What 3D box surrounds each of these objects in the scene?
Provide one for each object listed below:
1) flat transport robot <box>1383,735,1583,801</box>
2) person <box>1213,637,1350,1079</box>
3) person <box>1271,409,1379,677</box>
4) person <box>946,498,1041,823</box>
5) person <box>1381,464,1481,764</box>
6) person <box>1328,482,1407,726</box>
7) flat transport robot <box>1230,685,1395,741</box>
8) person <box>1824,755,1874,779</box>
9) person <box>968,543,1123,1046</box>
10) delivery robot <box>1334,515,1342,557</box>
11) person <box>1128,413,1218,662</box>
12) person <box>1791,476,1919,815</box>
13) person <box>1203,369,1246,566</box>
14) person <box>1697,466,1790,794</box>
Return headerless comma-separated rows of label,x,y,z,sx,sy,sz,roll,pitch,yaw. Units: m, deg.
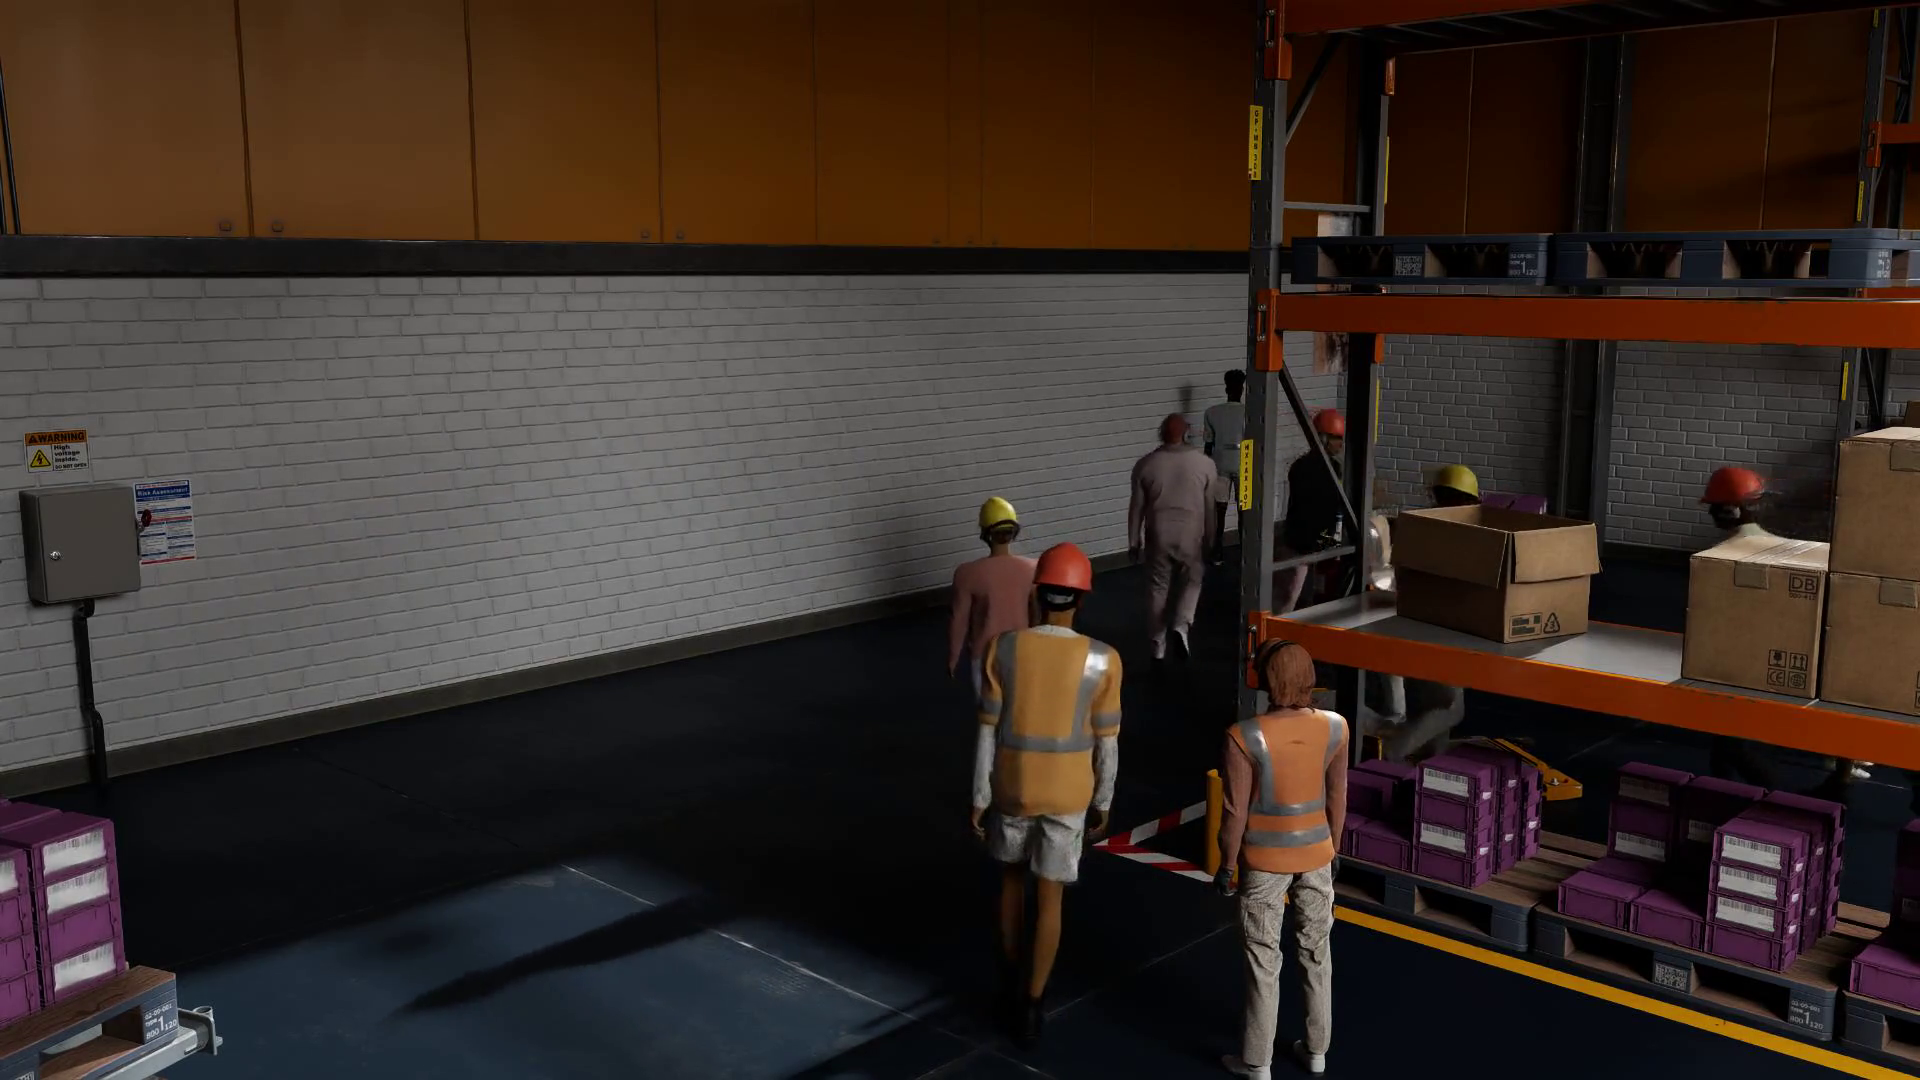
flat transport robot,2.674,1.300,9.352,1.431,0.197,0.652,-2,9,-10
person,1.161,1.163,6.003,0.514,1.642,0.310,-3,10,-19
person,2.618,0.045,11.922,0.626,1.933,1.037,-7,12,-39
person,0.190,0.626,9.048,0.546,1.723,0.826,-2,10,-14
person,2.559,0.534,9.116,0.637,1.880,0.661,-1,9,-7
person,2.578,0.394,10.787,0.773,1.598,0.543,4,10,26
flat transport robot,2.221,1.144,10.308,0.652,0.197,1.431,-2,9,-10
person,5.260,0.557,9.741,0.286,1.633,0.499,6,11,33
person,0.336,0.959,6.434,0.574,1.904,0.634,1,9,9
delivery robot,3.692,0.000,16.170,0.477,0.478,0.707,3,10,21
person,1.576,0.002,12.372,0.690,1.886,0.528,2,9,11
person,4.897,0.563,8.865,0.698,1.906,0.577,8,13,42
person,2.714,-0.714,16.513,0.603,1.967,0.368,4,10,22
person,4.015,0.612,8.436,0.658,1.963,0.818,-6,11,-31
